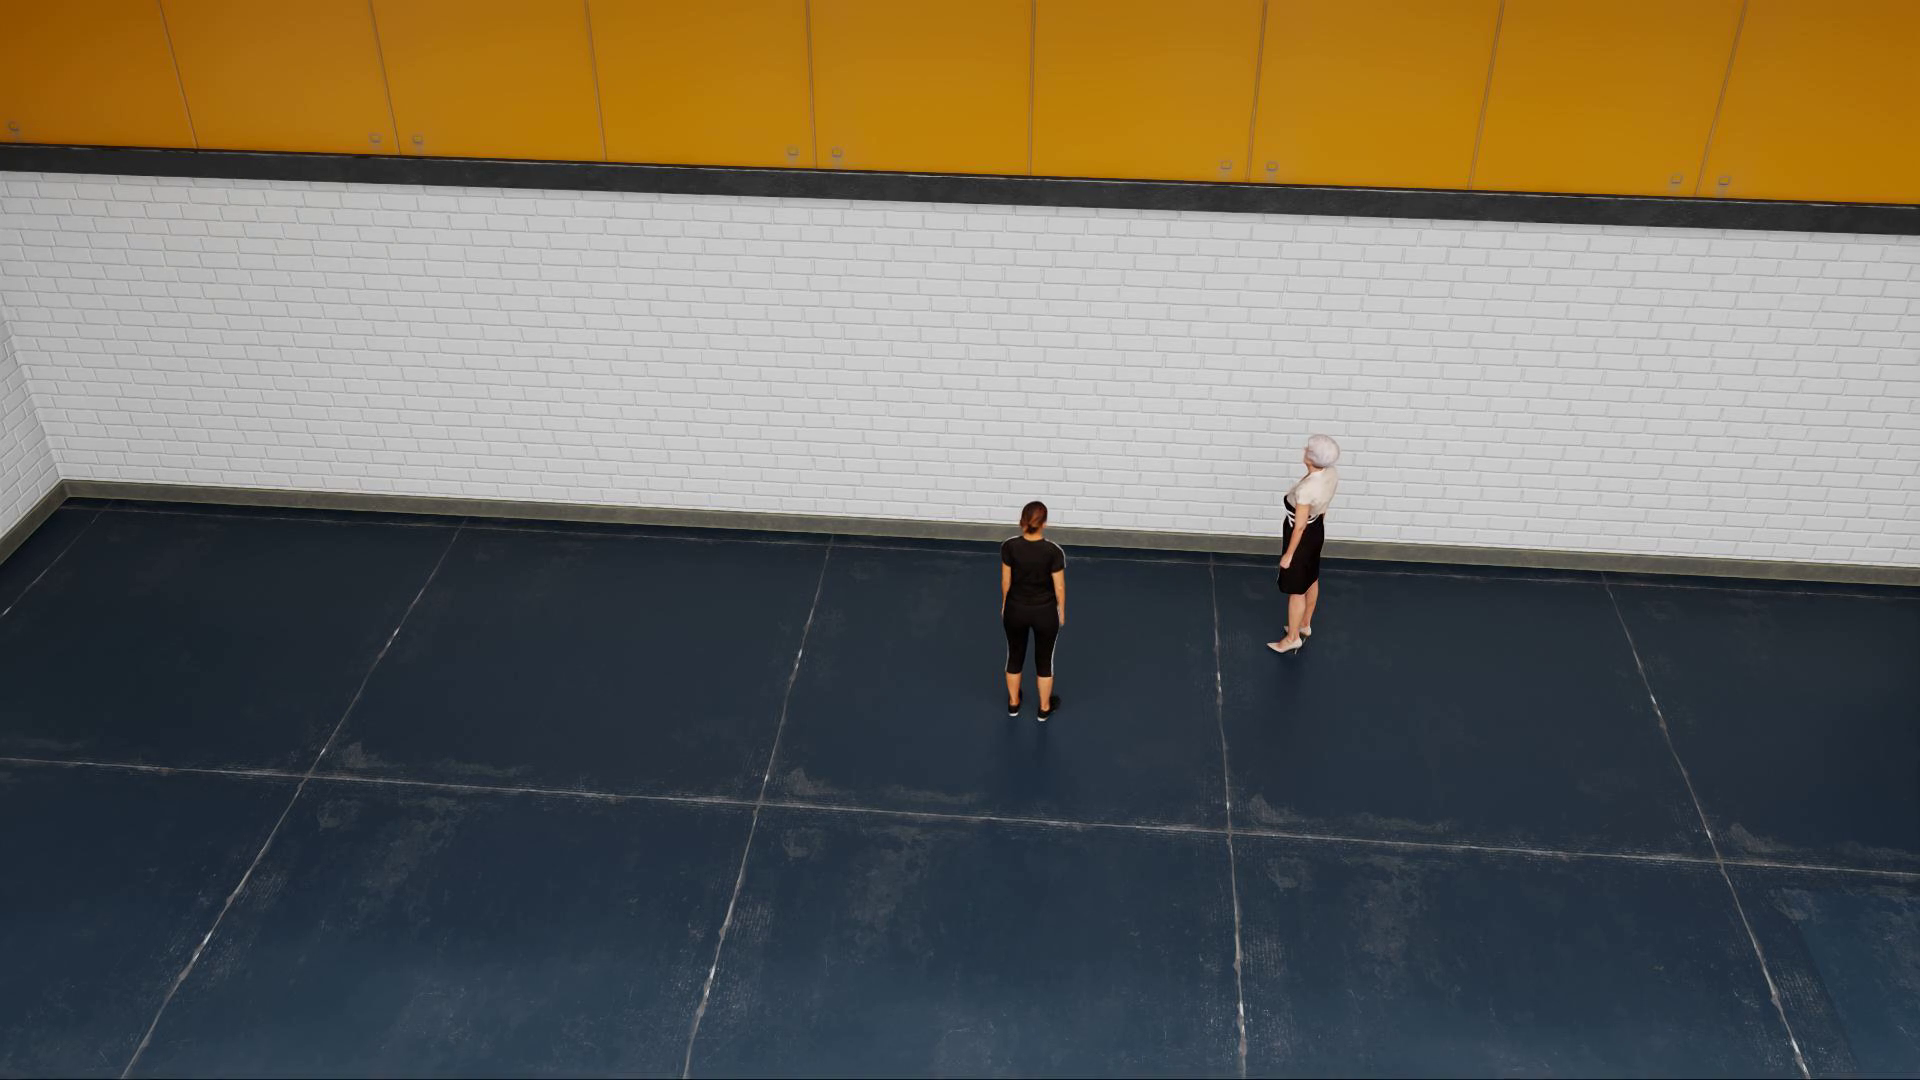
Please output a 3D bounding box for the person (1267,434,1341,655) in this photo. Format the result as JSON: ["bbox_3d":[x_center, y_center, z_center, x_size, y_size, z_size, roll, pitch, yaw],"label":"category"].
[{"bbox_3d":[2.414,0.032,11.595,0.767,1.756,0.661,23,40,31],"label":"person"}]

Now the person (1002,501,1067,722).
[{"bbox_3d":[0.474,0.465,11.022,0.619,1.669,0.559,9,35,14],"label":"person"}]
